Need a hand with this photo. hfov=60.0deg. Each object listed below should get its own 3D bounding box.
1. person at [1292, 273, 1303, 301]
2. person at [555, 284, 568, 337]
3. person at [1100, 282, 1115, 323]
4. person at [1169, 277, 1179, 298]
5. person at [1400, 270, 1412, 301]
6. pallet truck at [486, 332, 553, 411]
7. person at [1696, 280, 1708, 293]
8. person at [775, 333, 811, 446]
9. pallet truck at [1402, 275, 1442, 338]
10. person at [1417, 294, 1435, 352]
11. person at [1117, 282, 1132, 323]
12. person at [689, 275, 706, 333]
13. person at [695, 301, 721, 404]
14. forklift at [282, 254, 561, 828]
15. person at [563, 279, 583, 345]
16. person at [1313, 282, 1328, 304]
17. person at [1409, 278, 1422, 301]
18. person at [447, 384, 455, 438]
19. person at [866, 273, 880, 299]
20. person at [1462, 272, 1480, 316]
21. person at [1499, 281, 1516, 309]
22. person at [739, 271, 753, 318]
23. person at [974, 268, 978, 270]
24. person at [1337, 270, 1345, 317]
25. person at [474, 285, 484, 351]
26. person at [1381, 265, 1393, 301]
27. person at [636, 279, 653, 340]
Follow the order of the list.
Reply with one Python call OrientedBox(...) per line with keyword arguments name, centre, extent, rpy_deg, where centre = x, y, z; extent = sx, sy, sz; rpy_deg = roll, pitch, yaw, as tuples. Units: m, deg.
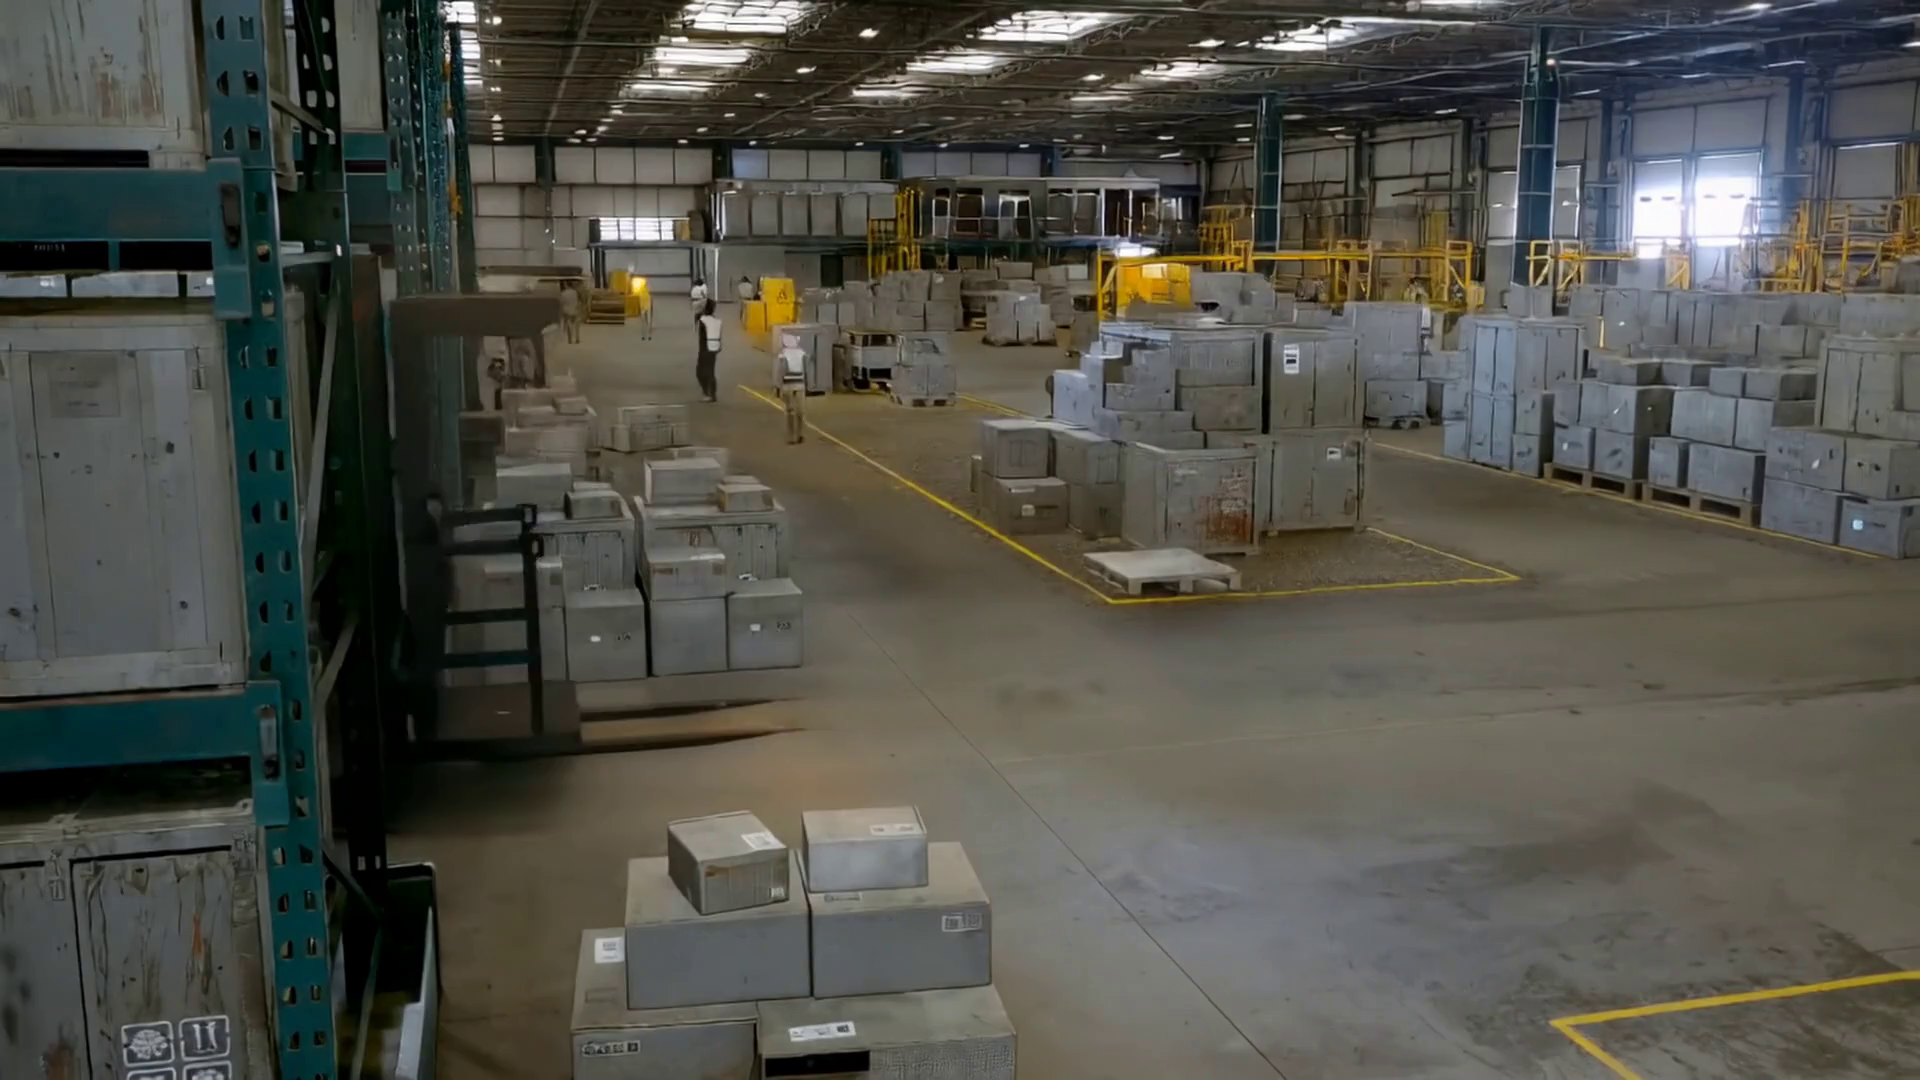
OrientedBox(name="person", centre=(13.273, -9.590, 65.418), extent=(0.429, 1.842, 0.637), rpy_deg=(1, 10, 5))
OrientedBox(name="person", centre=(-12.686, -7.321, 52.997), extent=(0.533, 1.694, 0.320), rpy_deg=(1, 10, 4))
OrientedBox(name="person", centre=(4.274, -6.587, 48.421), extent=(0.505, 1.840, 0.346), rpy_deg=(1, 10, 8))
OrientedBox(name="person", centre=(8.018, -8.918, 61.955), extent=(0.501, 1.720, 0.701), rpy_deg=(6, 11, 29))
OrientedBox(name="person", centre=(19.717, -11.027, 73.603), extent=(0.640, 1.829, 0.429), rpy_deg=(-9, 13, -41))
OrientedBox(name="pallet truck", centre=(-6.242, -2.418, 24.362), extent=(0.823, 1.965, 1.885), rpy_deg=(1, 10, 3))
OrientedBox(name="person", centre=(21.166, -6.465, 47.573), extent=(0.561, 1.888, 0.964), rpy_deg=(-2, 10, -13))
OrientedBox(name="person", centre=(-2.420, -2.171, 24.023), extent=(0.535, 1.621, 0.382), rpy_deg=(-5, 11, -28))
OrientedBox(name="pallet truck", centre=(14.620, -7.324, 52.145), extent=(0.823, 1.965, 1.885), rpy_deg=(8, 13, 40))
OrientedBox(name="person", centre=(9.977, -4.384, 35.952), extent=(0.572, 1.848, 0.964), rpy_deg=(-3, 10, -17))
OrientedBox(name="person", centre=(4.922, -6.691, 49.037), extent=(0.581, 1.839, 0.717), rpy_deg=(-5, 11, -24))
OrientedBox(name="person", centre=(-8.660, -7.792, 55.010), extent=(0.555, 1.924, 0.485), rpy_deg=(3, 10, 16))
OrientedBox(name="person", centre=(-4.596, -3.420, 30.401), extent=(0.420, 1.874, 0.702), rpy_deg=(3, 11, 18))
OrientedBox(name="forklift", centre=(-3.038, -0.029, 8.338), extent=(1.873, 2.768, 1.129), rpy_deg=(-3, 10, -15))
OrientedBox(name="person", centre=(-11.348, -6.651, 48.515), extent=(0.651, 1.935, 0.416), rpy_deg=(9, 14, 42))
OrientedBox(name="person", centre=(11.985, -7.729, 55.319), extent=(0.534, 1.692, 0.321), rpy_deg=(7, 12, 34))
OrientedBox(name="person", centre=(14.953, -7.628, 54.107), extent=(0.644, 1.909, 0.828), rpy_deg=(-9, 14, -43))
OrientedBox(name="person", centre=(-6.331, -1.579, 20.082), extent=(0.430, 1.835, 0.625), rpy_deg=(8, 13, 37))
OrientedBox(name="person", centre=(-3.136, -8.695, 60.129), extent=(0.587, 1.920, 0.391), rpy_deg=(-8, 13, -40))
OrientedBox(name="person", centre=(18.908, -8.948, 61.582), extent=(0.608, 1.911, 0.587), rpy_deg=(2, 10, 10))
OrientedBox(name="person", centre=(15.783, -6.484, 47.738), extent=(0.615, 1.868, 1.005), rpy_deg=(7, 12, 36))
OrientedBox(name="person", centre=(-8.268, -9.456, 64.421), extent=(0.585, 1.922, 0.407), rpy_deg=(-6, 12, -32))
OrientedBox(name="person", centre=(0.732, -11.728, 77.406), extent=(0.346, 1.882, 0.578), rpy_deg=(-1, 10, -4))
OrientedBox(name="person", centre=(15.001, -9.698, 65.794), extent=(0.476, 1.933, 0.605), rpy_deg=(5, 11, 27))
OrientedBox(name="person", centre=(-13.056, -6.017, 44.620), extent=(0.537, 2.000, 0.678), rpy_deg=(3, 10, 17))
OrientedBox(name="person", centre=(20.523, -12.203, 79.880), extent=(0.634, 1.964, 0.844), rpy_deg=(-6, 12, -32))
OrientedBox(name="person", centre=(-9.663, -7.061, 51.006), extent=(0.513, 1.877, 0.328), rpy_deg=(-3, 10, -15))
